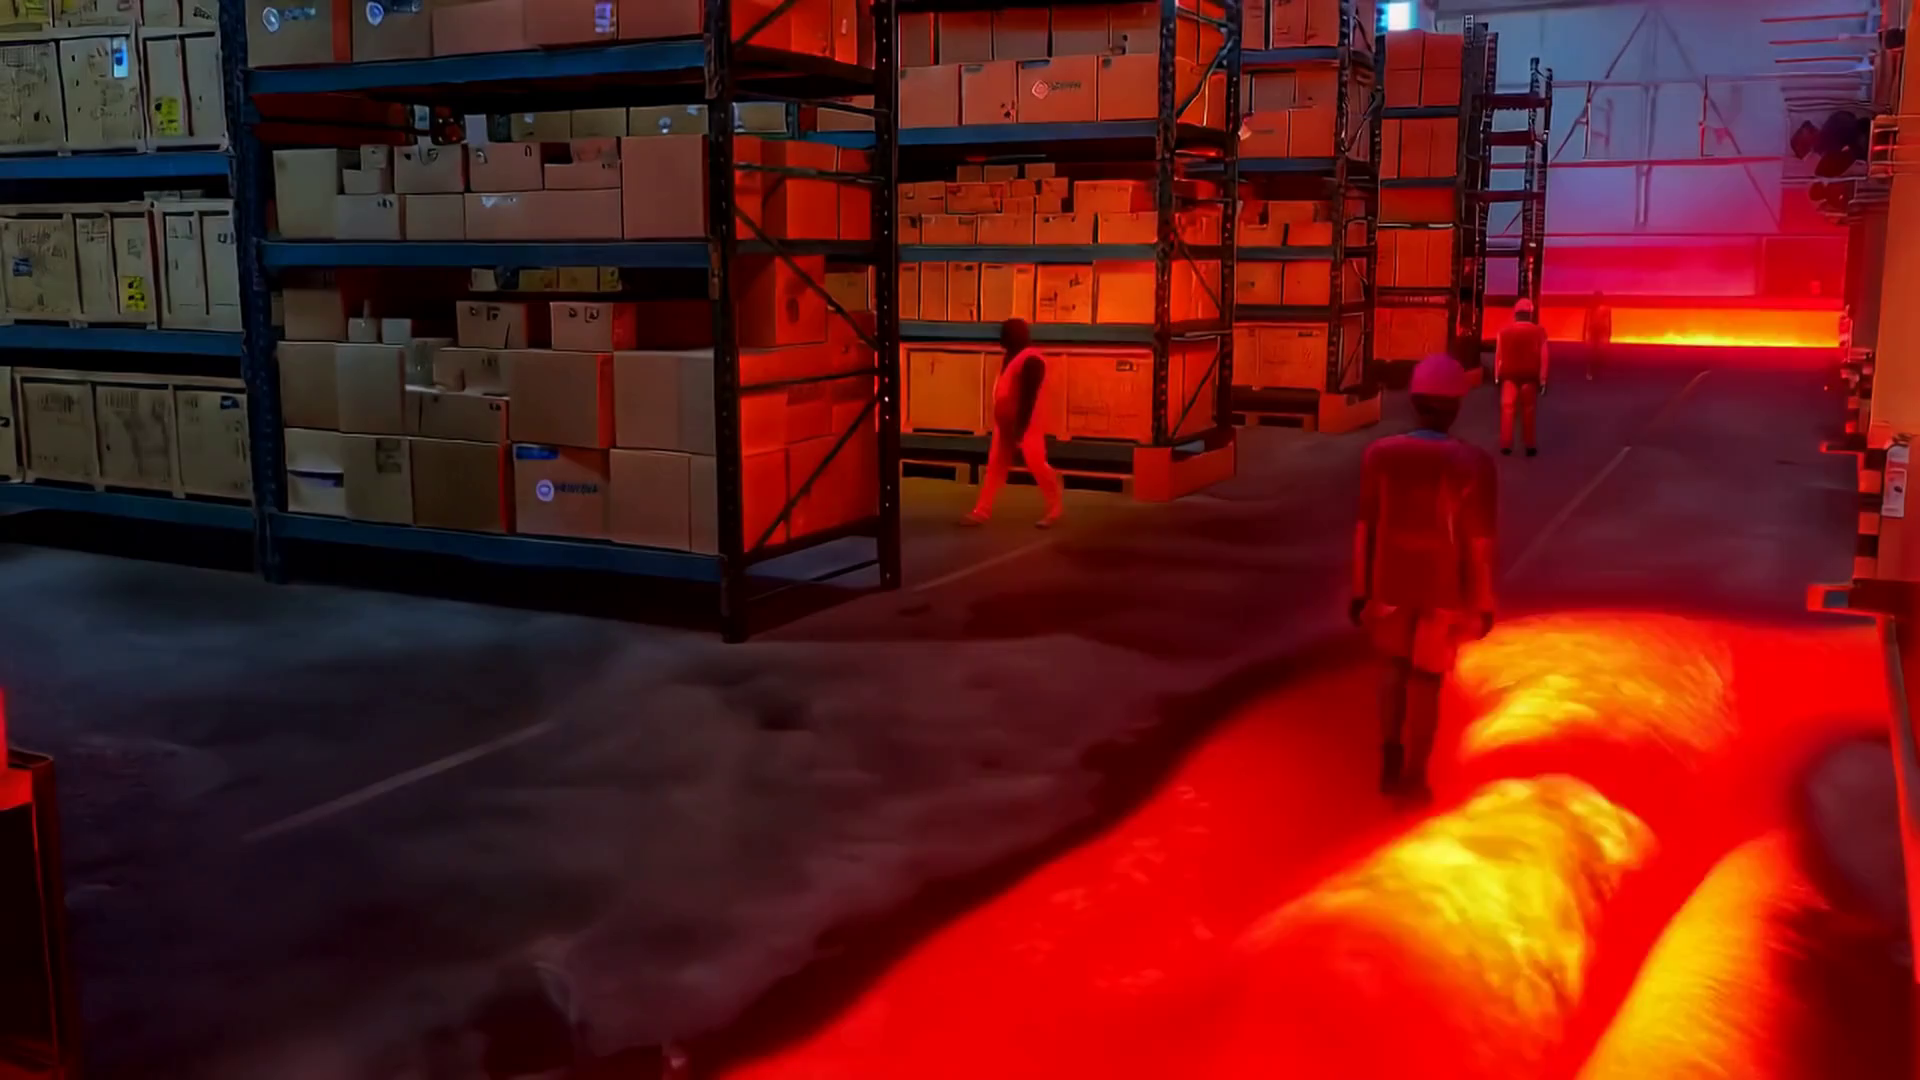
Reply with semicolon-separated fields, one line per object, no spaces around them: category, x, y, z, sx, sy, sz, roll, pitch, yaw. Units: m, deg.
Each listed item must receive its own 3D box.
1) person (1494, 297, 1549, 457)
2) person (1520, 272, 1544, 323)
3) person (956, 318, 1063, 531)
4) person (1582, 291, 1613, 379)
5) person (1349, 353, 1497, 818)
person;6.419;-1.862;19.051;0.592;1.834;0.404;4;11;22
person;12.990;-5.160;38.016;0.563;1.901;0.717;-1;10;-5
person;0.472;-0.954;13.958;0.964;1.796;0.626;-5;11;-28
person;11.797;-3.786;30.774;0.532;1.623;0.430;7;12;35
person;1.930;0.193;6.896;0.579;1.921;0.452;6;12;33
